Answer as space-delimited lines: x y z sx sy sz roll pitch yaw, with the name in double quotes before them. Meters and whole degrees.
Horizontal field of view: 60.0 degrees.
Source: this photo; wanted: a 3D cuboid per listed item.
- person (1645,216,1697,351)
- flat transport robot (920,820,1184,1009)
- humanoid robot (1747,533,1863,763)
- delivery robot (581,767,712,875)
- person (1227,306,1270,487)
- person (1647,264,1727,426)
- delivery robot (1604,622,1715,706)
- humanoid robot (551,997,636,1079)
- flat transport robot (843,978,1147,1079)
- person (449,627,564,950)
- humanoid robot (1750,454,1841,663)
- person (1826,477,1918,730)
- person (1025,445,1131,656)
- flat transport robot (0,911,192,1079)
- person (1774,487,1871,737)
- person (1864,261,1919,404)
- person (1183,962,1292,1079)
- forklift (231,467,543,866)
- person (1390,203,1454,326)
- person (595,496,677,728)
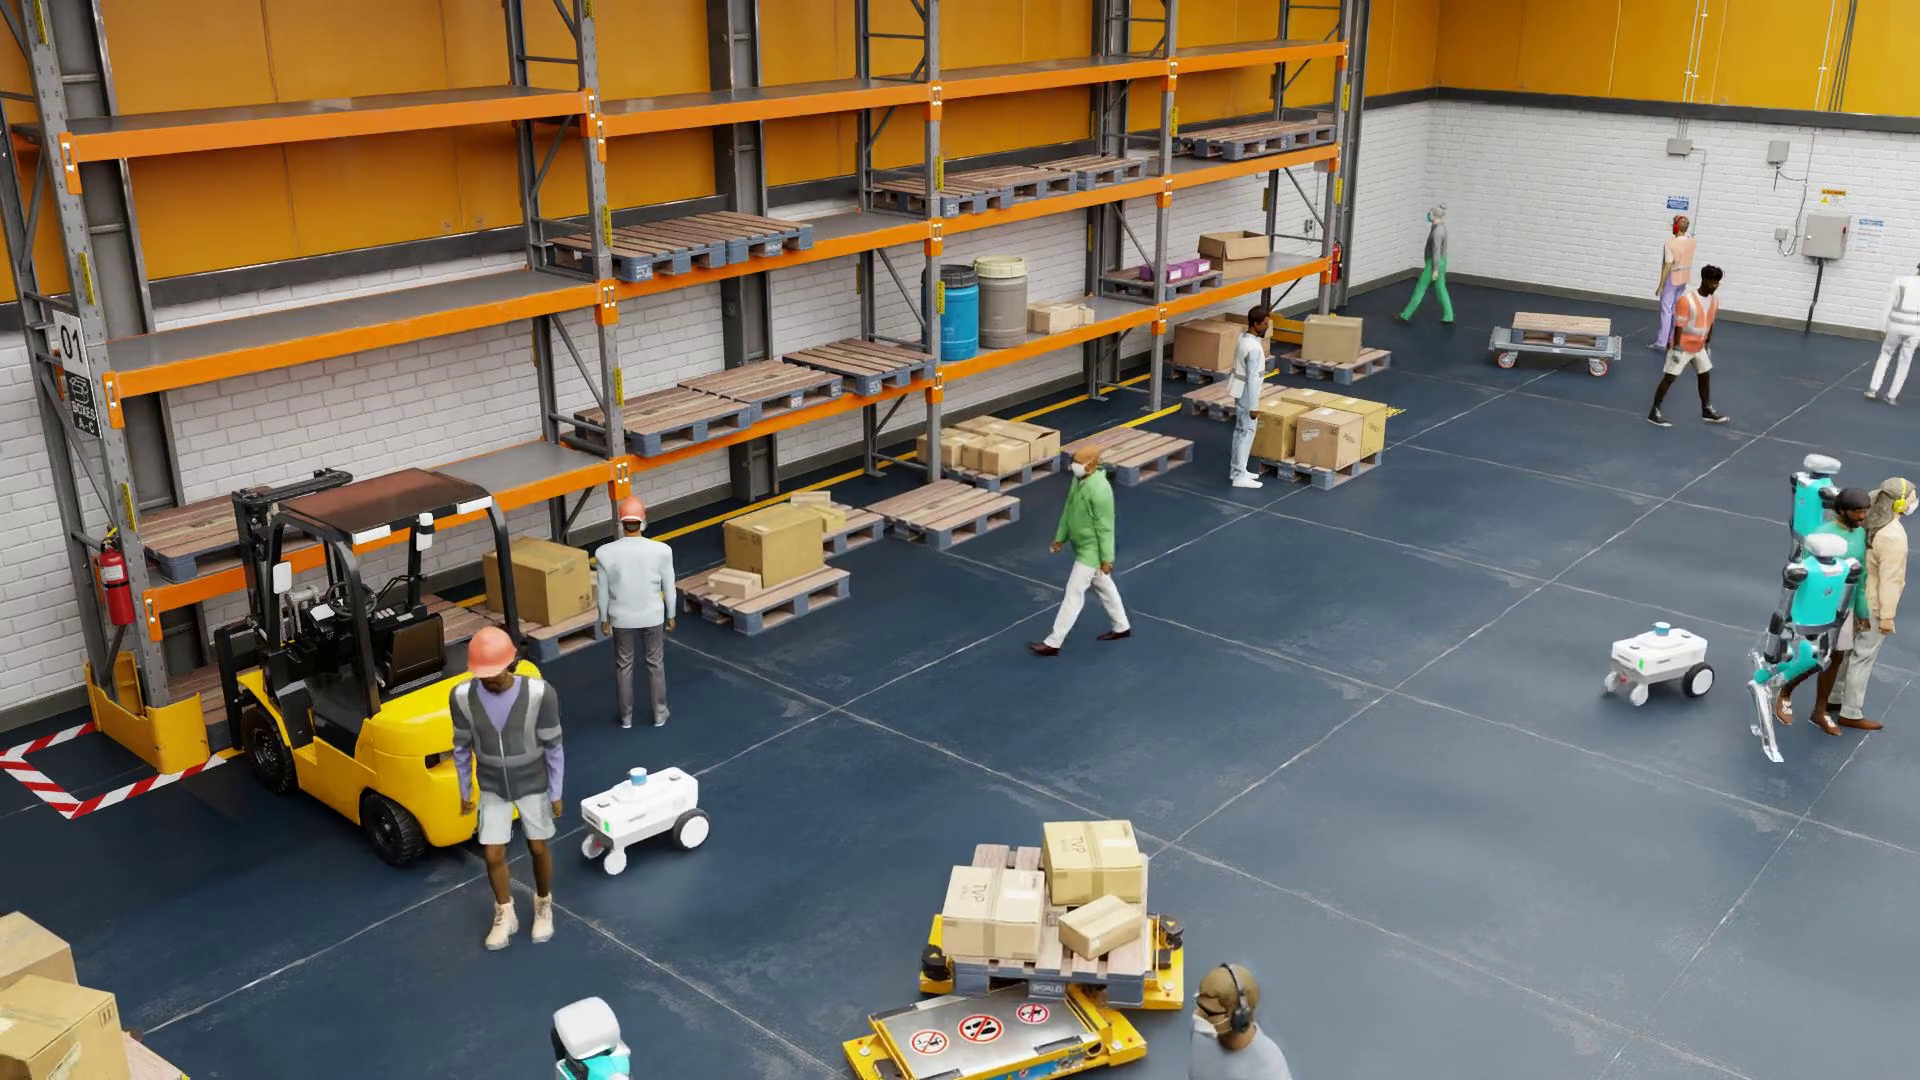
"person" 9.778 -3.507 22.776 0.567 1.845 0.386 -12 23 -30
"flat transport robot" 0.528 2.311 9.288 1.431 0.231 0.659 2 20 7
"humanoid robot" 5.741 0.734 11.588 0.530 1.855 0.858 -1 20 -1
"delivery robot" -2.002 1.716 10.476 0.787 0.587 0.499 -17 26 -39
"person" 2.979 -1.480 17.204 0.410 1.907 0.596 -1 20 -2
"person" 8.567 -2.266 19.319 0.770 1.928 0.524 -9 22 -22
"delivery robot" 5.332 0.923 12.663 0.796 0.613 0.499 -9 22 -23
"humanoid robot" -1.601 2.637 6.310 0.816 1.796 0.561 -16 25 -36
"flat transport robot" 0.177 2.580 8.560 1.431 0.231 0.659 -9 22 -22
"person" -2.508 1.388 9.300 0.609 2.015 0.540 0 20 -1
"humanoid robot" 6.740 0.208 12.909 0.879 1.795 0.554 -1 20 -4
"person" 6.572 0.445 12.028 0.390 1.875 0.561 2 20 4
"person" 0.989 0.066 13.269 0.964 1.734 0.555 -5 21 -13
"flat transport robot" -4.430 2.833 7.874 0.659 0.231 1.431 14 24 33
"person" 6.239 0.504 11.919 0.518 1.835 0.488 -7 21 -19
"person" 11.471 -2.551 20.174 0.646 1.863 0.396 11 23 28
"person" 1.096 2.471 6.469 0.507 1.919 0.643 -6 21 -16
"forklift" -3.730 0.710 10.856 2.313 2.155 1.214 17 26 38
"person" 6.845 -4.022 24.261 0.919 1.790 0.538 11 23 27
"person" -2.331 0.522 12.008 0.572 1.742 0.352 -4 21 -10
